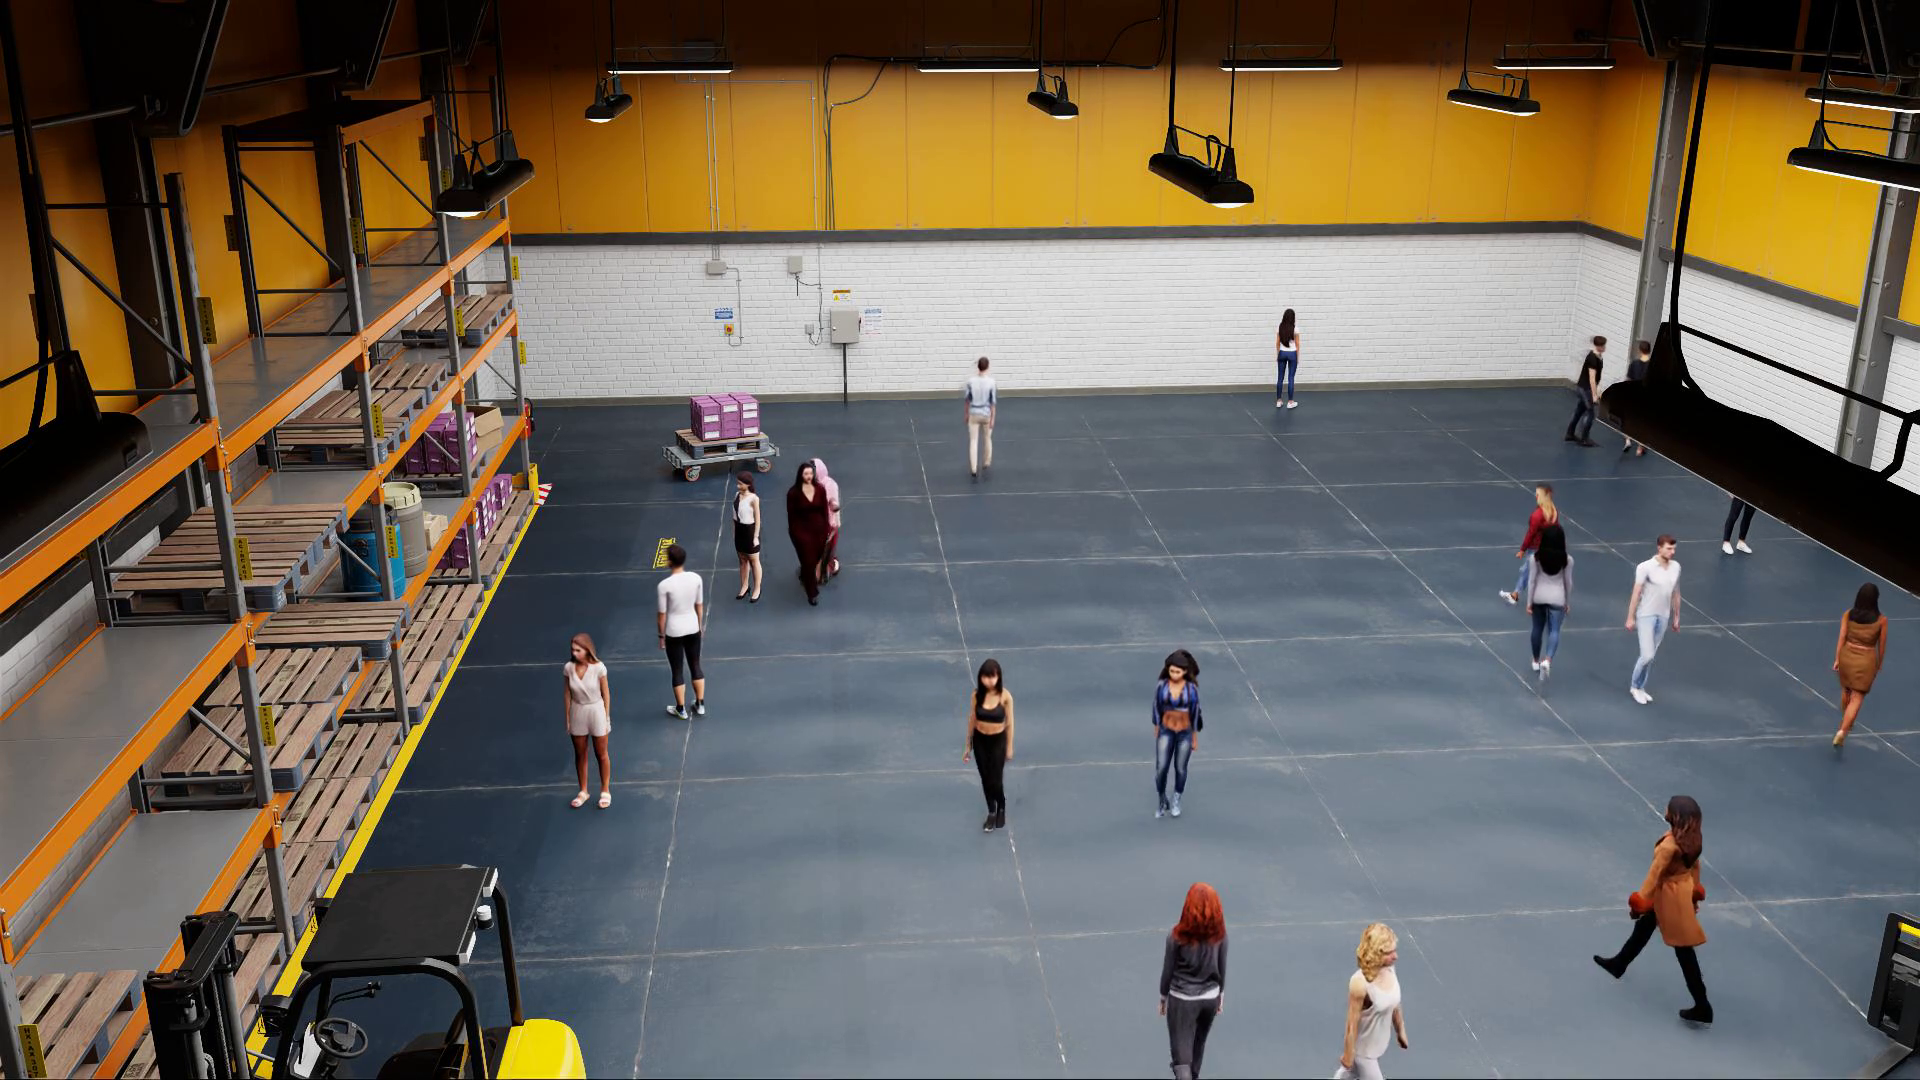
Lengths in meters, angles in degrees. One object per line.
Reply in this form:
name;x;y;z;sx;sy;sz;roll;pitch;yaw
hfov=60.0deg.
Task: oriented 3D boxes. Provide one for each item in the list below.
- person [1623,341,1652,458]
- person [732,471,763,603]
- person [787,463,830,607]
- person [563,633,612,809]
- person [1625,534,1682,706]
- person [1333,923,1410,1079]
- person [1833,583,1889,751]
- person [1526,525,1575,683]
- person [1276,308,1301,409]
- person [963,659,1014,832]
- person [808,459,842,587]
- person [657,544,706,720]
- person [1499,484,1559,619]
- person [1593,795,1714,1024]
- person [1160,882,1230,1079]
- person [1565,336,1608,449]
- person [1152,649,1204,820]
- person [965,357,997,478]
person;10.769;-2.211;26.338;0.849;1.830;0.908;16;24;39
person;-2.583;-0.054;20.210;0.637;1.651;0.684;13;22;33
person;-1.873;-0.108;20.246;0.896;1.732;1.127;-9;21;-25
person;-3.380;1.625;15.157;0.606;1.695;0.600;2;19;5
person;7.192;0.788;17.414;0.742;1.840;0.703;-5;19;-15
person;2.543;3.174;10.661;1.114;1.629;1.054;15;24;37
person;8.766;1.272;16.273;1.045;1.652;1.059;17;25;42
person;6.323;0.701;17.874;0.925;1.713;1.146;7;20;19
person;5.796;-3.223;29.428;0.667;1.775;0.699;11;22;30
person;0.294;1.791;14.762;0.654;1.632;0.692;7;20;19
person;-1.699;-0.247;20.893;0.937;1.581;1.176;6;20;18
person;-2.836;0.932;16.975;0.743;1.849;0.741;-12;22;-31
person;6.904;0.166;19.657;1.018;1.588;1.160;-16;24;-38
person;5.230;2.698;12.020;1.177;1.663;1.301;-17;25;-40
person;1.532;3.061;10.796;0.607;1.756;0.976;-2;19;-7
person;10.109;-2.415;26.916;0.950;1.847;0.896;4;19;11
person;1.962;1.728;14.984;0.704;1.610;0.718;4;19;12
person;0.285;-1.839;25.255;0.812;1.815;1.249;2;19;6
